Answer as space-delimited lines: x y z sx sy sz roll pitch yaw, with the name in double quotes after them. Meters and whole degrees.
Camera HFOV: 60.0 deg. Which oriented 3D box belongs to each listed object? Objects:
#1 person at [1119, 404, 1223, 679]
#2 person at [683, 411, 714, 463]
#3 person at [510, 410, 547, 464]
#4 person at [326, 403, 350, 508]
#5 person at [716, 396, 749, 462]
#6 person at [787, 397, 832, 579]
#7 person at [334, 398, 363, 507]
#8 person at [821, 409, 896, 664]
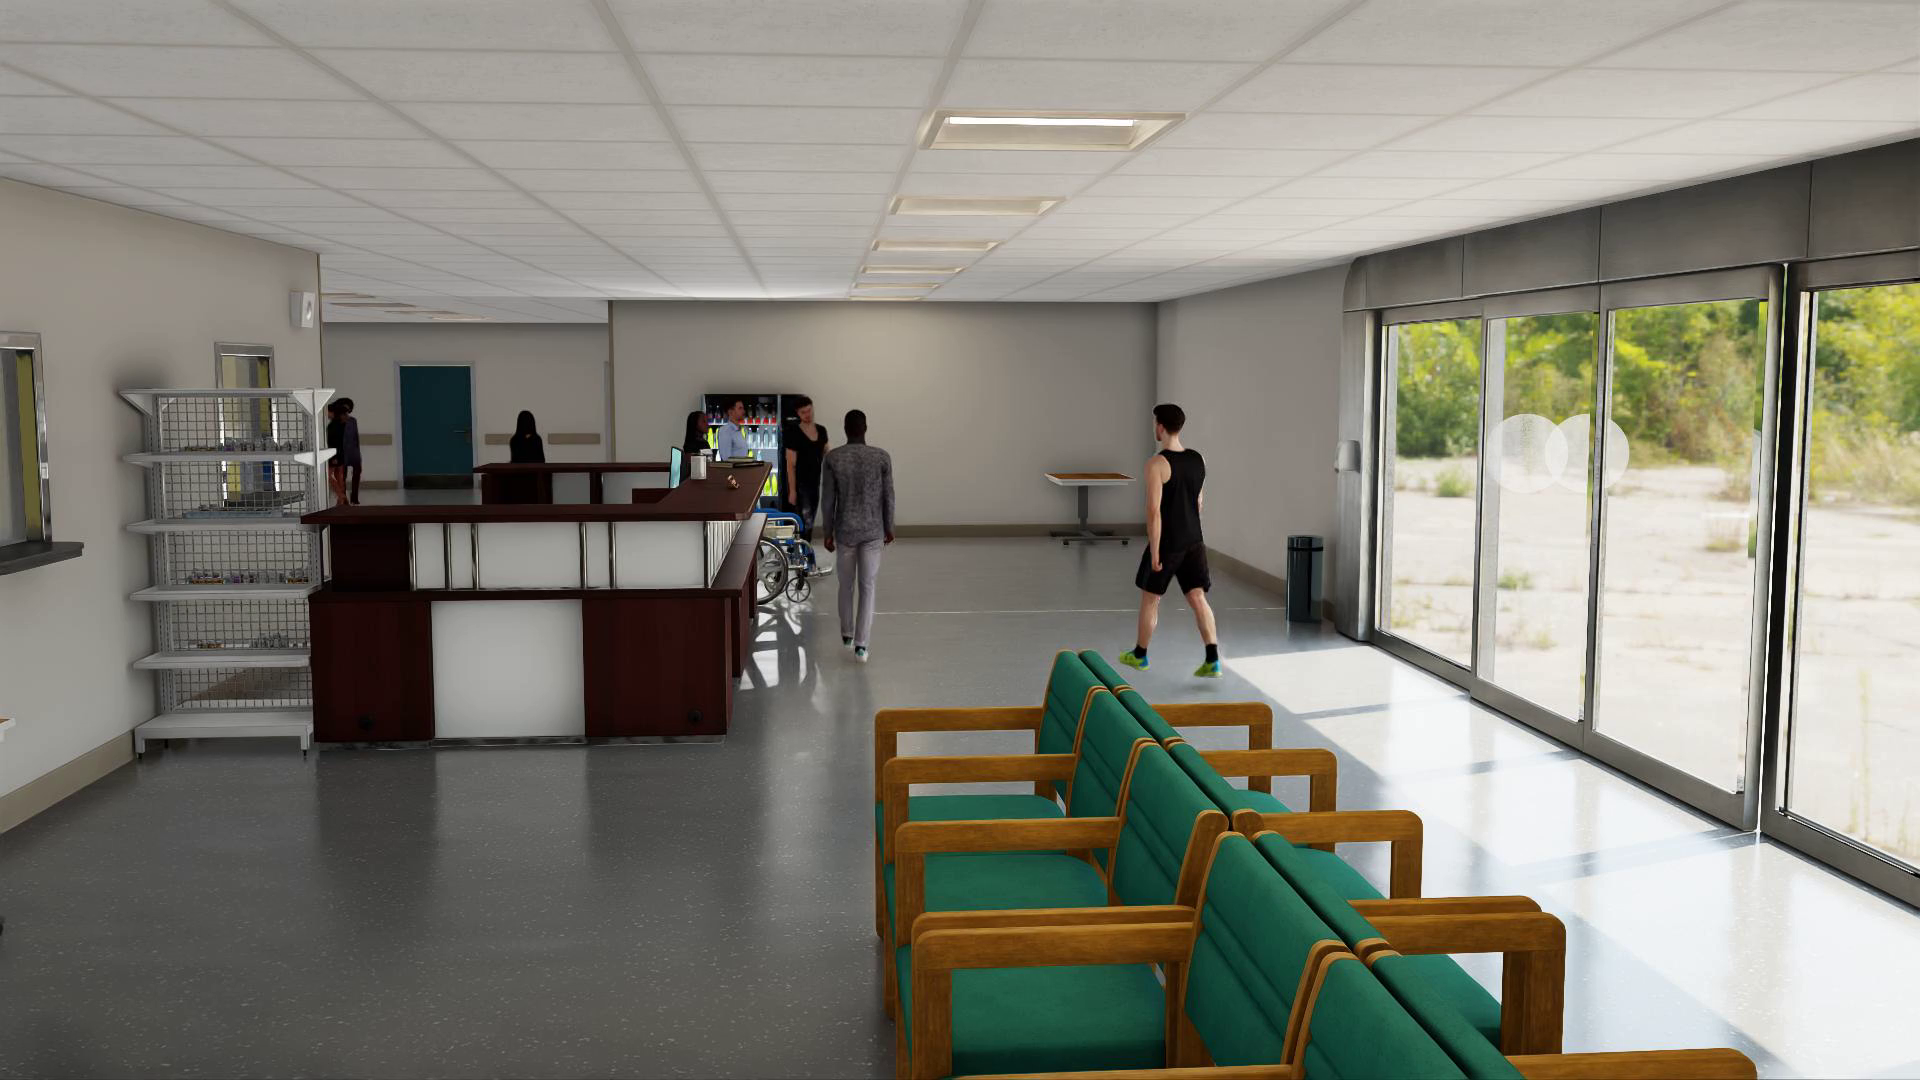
1.514 0.051 11.158 1.234 1.847 1.066 -3 7 -28 "person"
-2.557 -0.398 16.216 0.694 1.728 0.685 1 6 13 "person"
-5.220 -0.726 20.055 1.077 1.612 0.768 1 6 6 "person"
-9.265 -1.221 24.874 0.650 1.633 0.626 1 6 6 "person"
-2.383 -0.593 17.562 0.681 1.848 0.702 1 6 10 "person"
-1.617 -0.518 16.875 1.014 1.836 0.964 3 6 25 "person"
-9.564 -1.348 25.829 0.736 1.695 0.806 -6 8 -44 "person"
-0.734 -0.014 11.997 0.888 1.809 0.776 0 6 0 "person"
